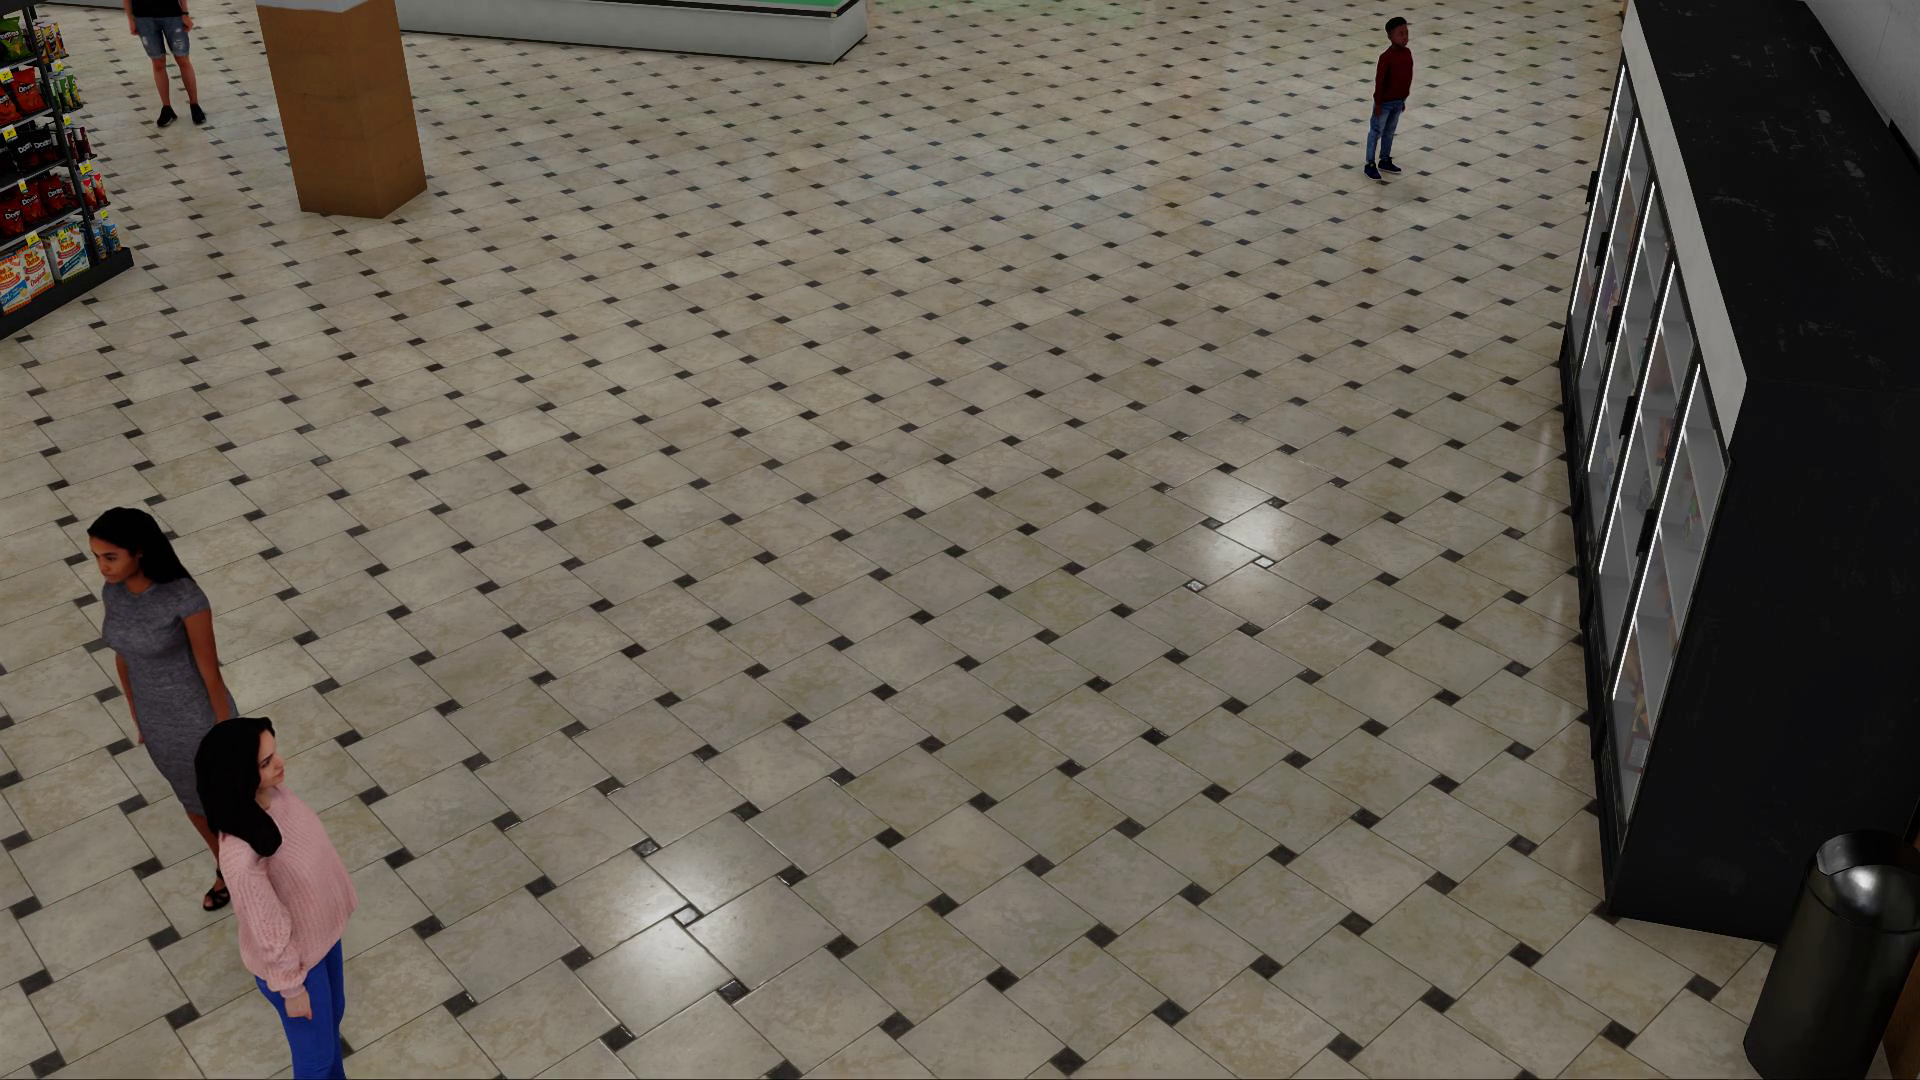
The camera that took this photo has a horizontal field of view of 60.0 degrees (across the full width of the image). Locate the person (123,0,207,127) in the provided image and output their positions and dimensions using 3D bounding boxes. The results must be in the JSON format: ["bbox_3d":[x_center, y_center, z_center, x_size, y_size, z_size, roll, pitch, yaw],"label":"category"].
[{"bbox_3d":[-6.869,-4.512,14.264,0.685,1.846,0.808,-9,33,-13],"label":"person"}]

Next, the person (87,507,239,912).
[{"bbox_3d":[-2.788,0.649,6.033,0.442,1.778,0.641,9,33,14],"label":"person"}]

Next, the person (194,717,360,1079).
[{"bbox_3d":[-2.022,1.253,5.070,0.677,1.770,0.711,-3,32,-6],"label":"person"}]

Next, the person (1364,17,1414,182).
[{"bbox_3d":[3.416,-3.525,13.236,0.586,1.256,0.633,-21,38,-30],"label":"person"}]
